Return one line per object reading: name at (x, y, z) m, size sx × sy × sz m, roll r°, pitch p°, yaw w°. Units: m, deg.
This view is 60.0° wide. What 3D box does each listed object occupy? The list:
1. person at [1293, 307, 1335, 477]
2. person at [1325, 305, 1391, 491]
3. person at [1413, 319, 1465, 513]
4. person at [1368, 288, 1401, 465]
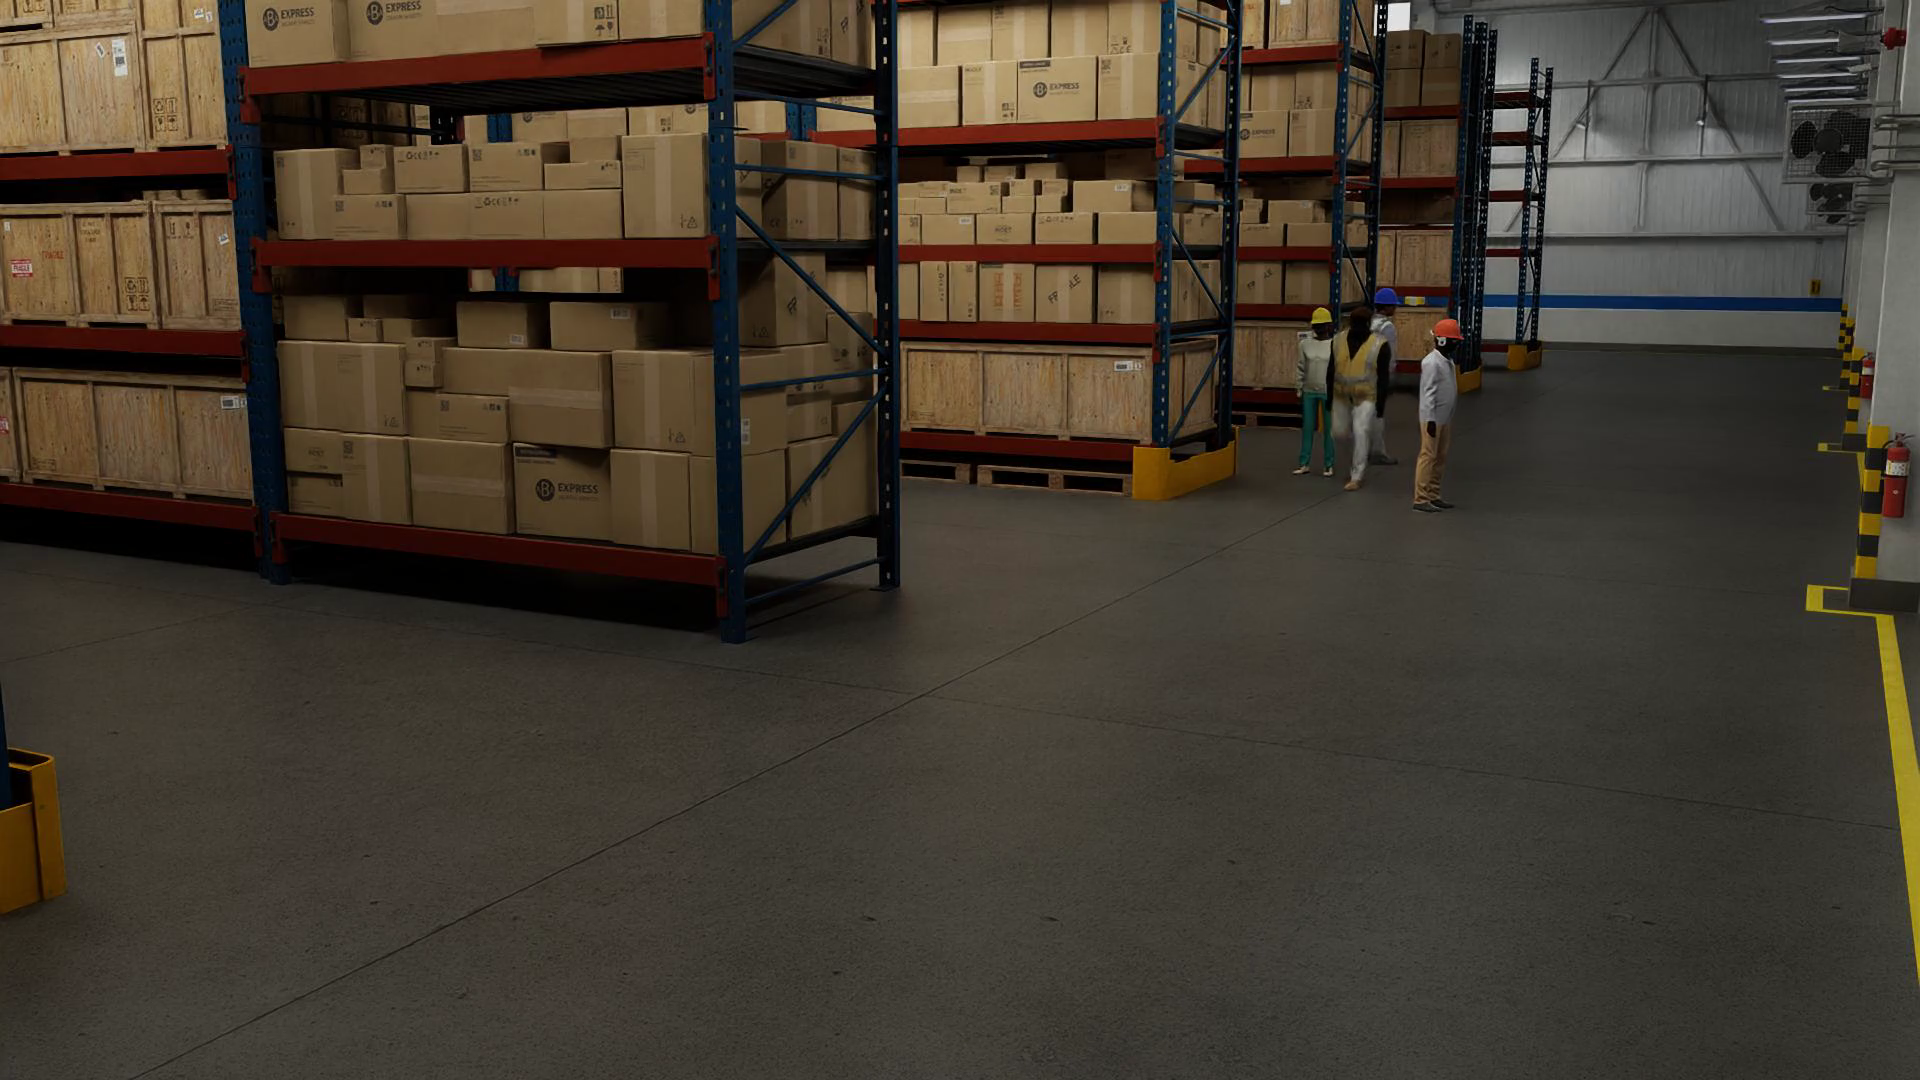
person at (3.763, -1.541, 17.389) m, size 0.526 × 1.769 × 0.328 m, roll 6°, pitch 11°, yaw 29°
person at (3.926, -1.407, 16.428) m, size 0.649 × 1.828 × 0.522 m, roll 7°, pitch 12°, yaw 34°
person at (4.348, -1.122, 15.037) m, size 0.349 × 1.743 × 0.572 m, roll 8°, pitch 12°, yaw 37°
person at (4.643, -1.807, 18.400) m, size 0.406 × 1.946 × 0.608 m, roll -2°, pitch 10°, yaw -14°
